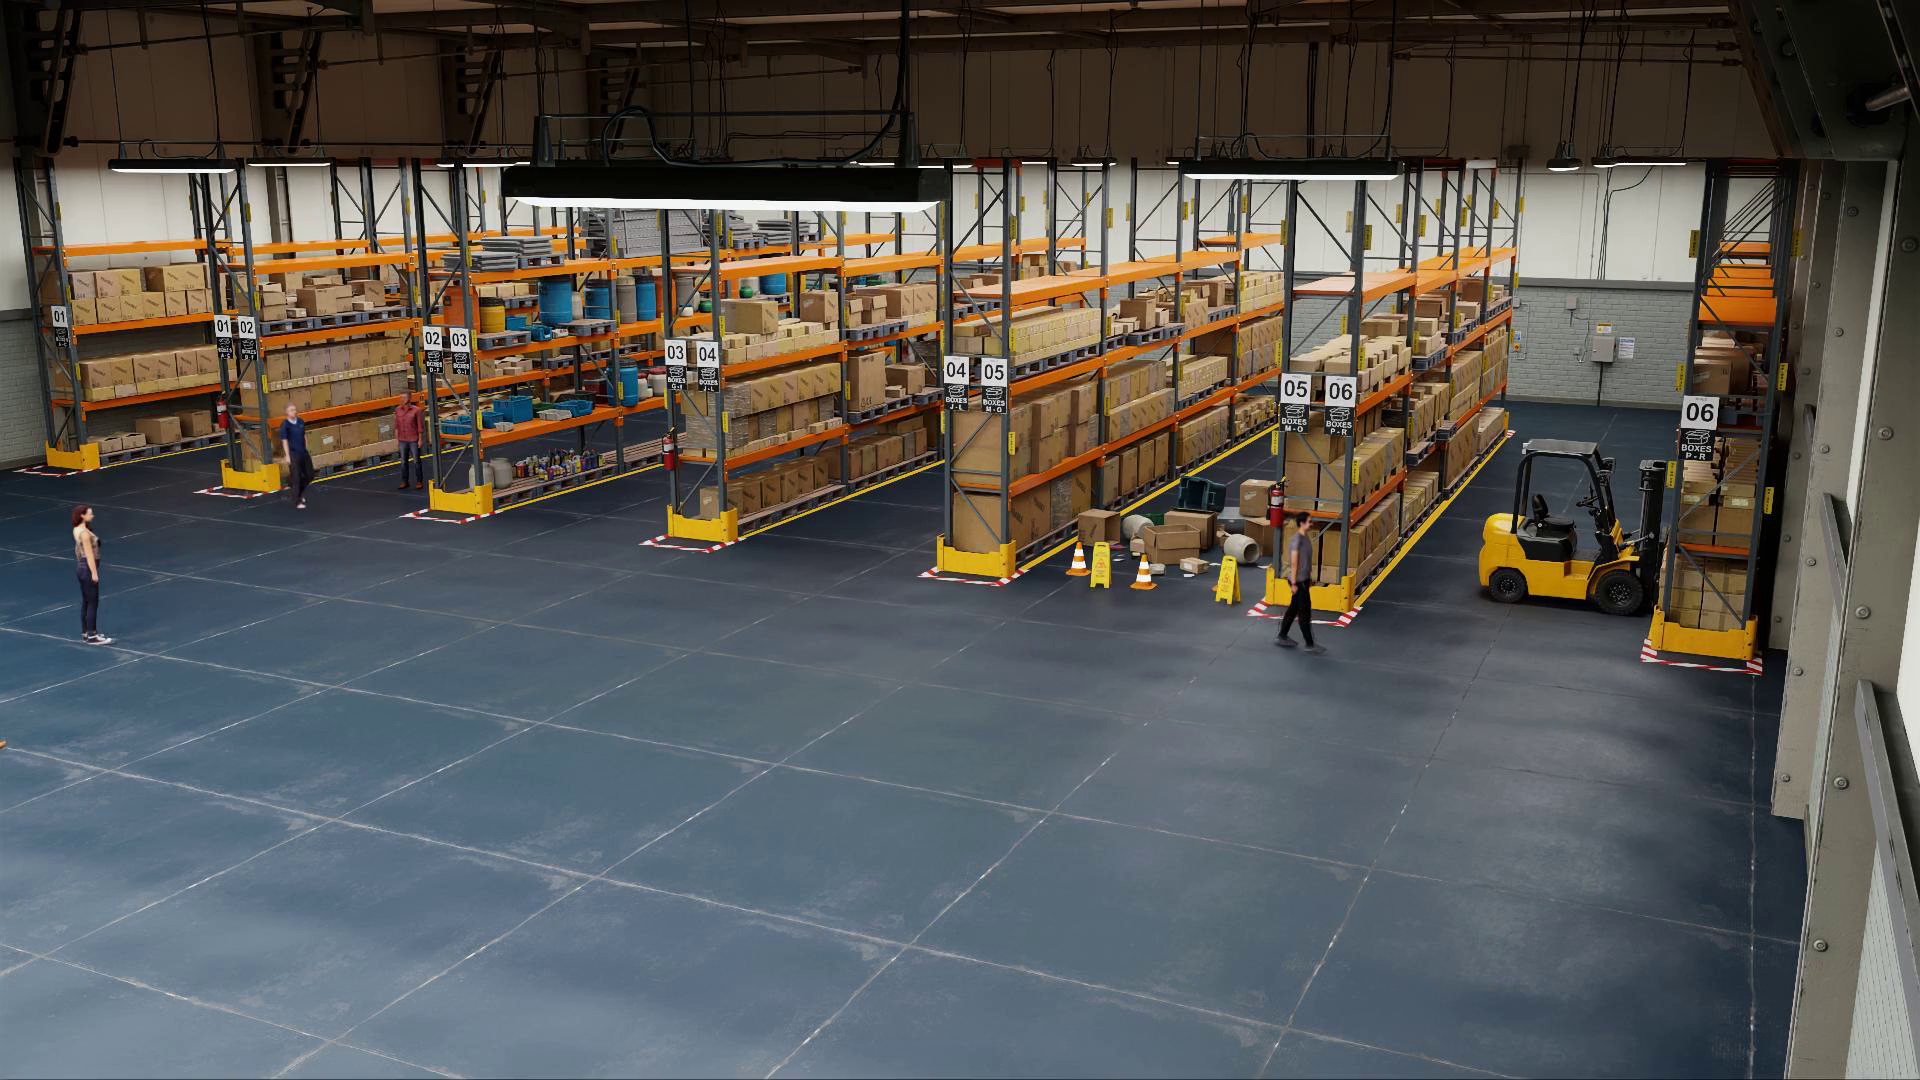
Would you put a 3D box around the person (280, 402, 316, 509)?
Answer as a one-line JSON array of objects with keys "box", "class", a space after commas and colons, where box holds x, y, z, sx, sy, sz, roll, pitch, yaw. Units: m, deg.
[{"box": [-11.649, -1.481, 29.040, 0.755, 1.859, 0.658, 7, 15, 28], "class": "person"}]

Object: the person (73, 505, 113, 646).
[{"box": [-11.019, 0.426, 21.004, 0.681, 1.769, 0.689, -11, 17, -41], "class": "person"}]

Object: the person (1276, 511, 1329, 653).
[{"box": [4.184, 0.497, 20.762, 0.717, 1.739, 0.842, 5, 14, 22], "class": "person"}]

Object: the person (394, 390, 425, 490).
[{"box": [-10.191, -1.869, 30.778, 0.753, 1.830, 0.681, 1, 13, 5], "class": "person"}]

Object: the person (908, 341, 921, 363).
[{"box": [-1.025, -3.553, 37.957, 0.859, 1.873, 1.212, 8, 15, 32], "class": "person"}]
